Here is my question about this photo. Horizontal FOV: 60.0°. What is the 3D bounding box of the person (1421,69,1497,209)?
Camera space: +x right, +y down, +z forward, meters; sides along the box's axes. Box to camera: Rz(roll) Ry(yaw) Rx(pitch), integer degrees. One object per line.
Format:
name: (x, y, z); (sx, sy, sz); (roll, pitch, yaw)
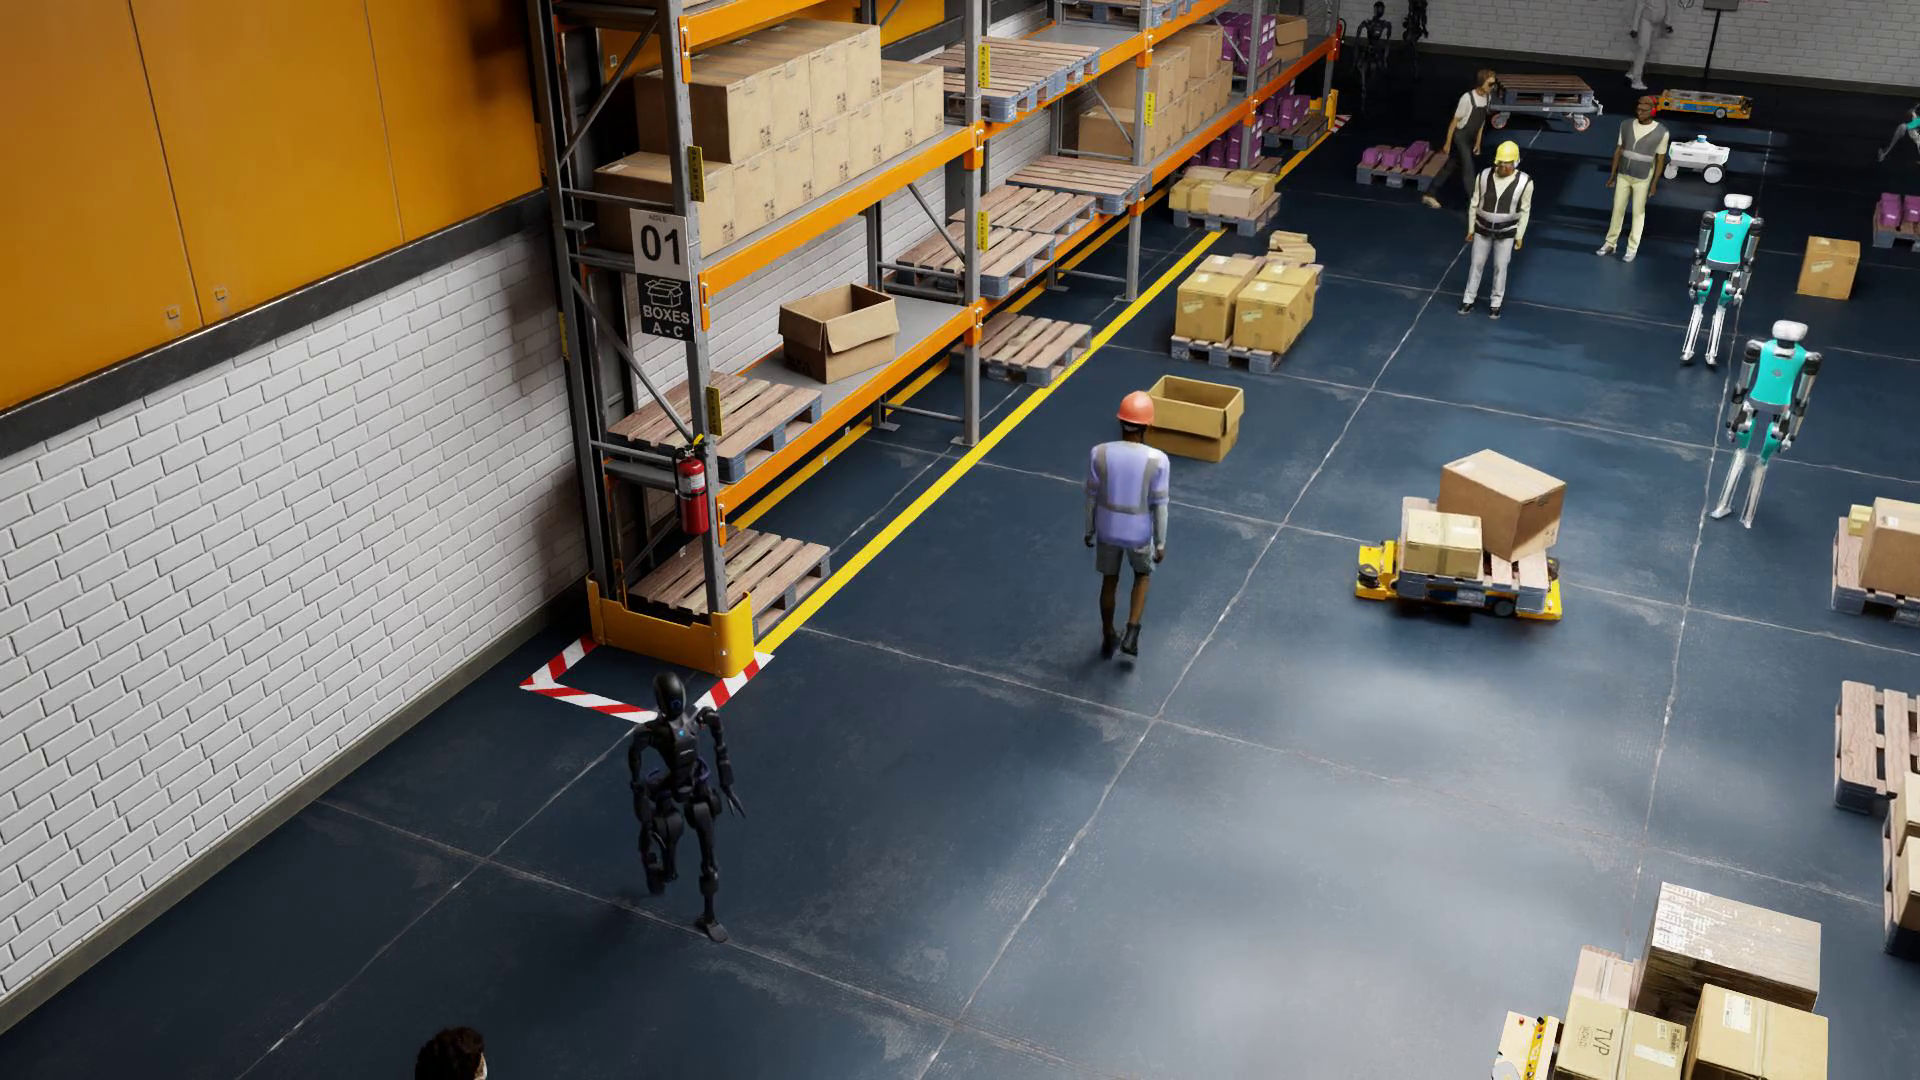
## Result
person: (6.093, -4.815, 20.091); (0.994, 1.776, 0.502); (25, 37, 38)

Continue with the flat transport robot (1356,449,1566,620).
flat transport robot: (3.659, 0.274, 12.219); (1.431, 0.231, 0.659); (7, 29, 13)

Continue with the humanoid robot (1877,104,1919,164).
humanoid robot: (12.713, -5.784, 21.952); (0.904, 1.830, 0.554); (21, 35, 34)

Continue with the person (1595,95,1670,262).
person: (7.542, -4.043, 18.563); (0.382, 1.844, 0.564); (-23, 36, -36)

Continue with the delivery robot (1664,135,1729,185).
delivery robot: (9.581, -4.961, 21.596); (0.739, 0.566, 0.499); (13, 31, 22)

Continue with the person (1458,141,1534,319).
person: (5.457, -3.157, 16.934); (0.590, 1.834, 0.404); (14, 31, 24)

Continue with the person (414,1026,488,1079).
person: (-1.912, 2.654, 6.147); (0.591, 1.856, 0.886); (16, 32, 27)

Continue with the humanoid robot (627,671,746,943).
humanoid robot: (-1.477, 1.337, 8.787); (0.603, 1.637, 0.638); (-17, 33, -29)

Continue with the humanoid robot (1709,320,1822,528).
humanoid robot: (6.223, -0.917, 12.873); (0.539, 1.780, 0.687); (14, 31, 24)

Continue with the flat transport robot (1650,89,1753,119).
flat transport robot: (11.016, -6.498, 24.777); (1.431, 0.231, 0.659); (13, 31, 22)

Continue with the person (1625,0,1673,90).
person: (10.718, -8.010, 25.902); (0.666, 1.887, 0.509); (-20, 34, -32)

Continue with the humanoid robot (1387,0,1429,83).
humanoid robot: (7.155, -8.112, 26.362); (0.791, 1.645, 0.589); (23, 36, 35)

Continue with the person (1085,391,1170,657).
person: (1.109, -0.073, 11.123); (0.561, 1.917, 0.487); (8, 29, 14)

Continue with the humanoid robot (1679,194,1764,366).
humanoid robot: (7.165, -2.501, 15.677); (0.533, 1.677, 0.735); (13, 31, 22)

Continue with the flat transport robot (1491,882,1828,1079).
flat transport robot: (3.262, 2.645, 7.824); (1.431, 0.231, 0.659); (13, 31, 22)

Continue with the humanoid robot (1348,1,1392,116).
humanoid robot: (5.966, -7.107, 24.440); (0.588, 1.618, 0.598); (-5, 29, -9)
